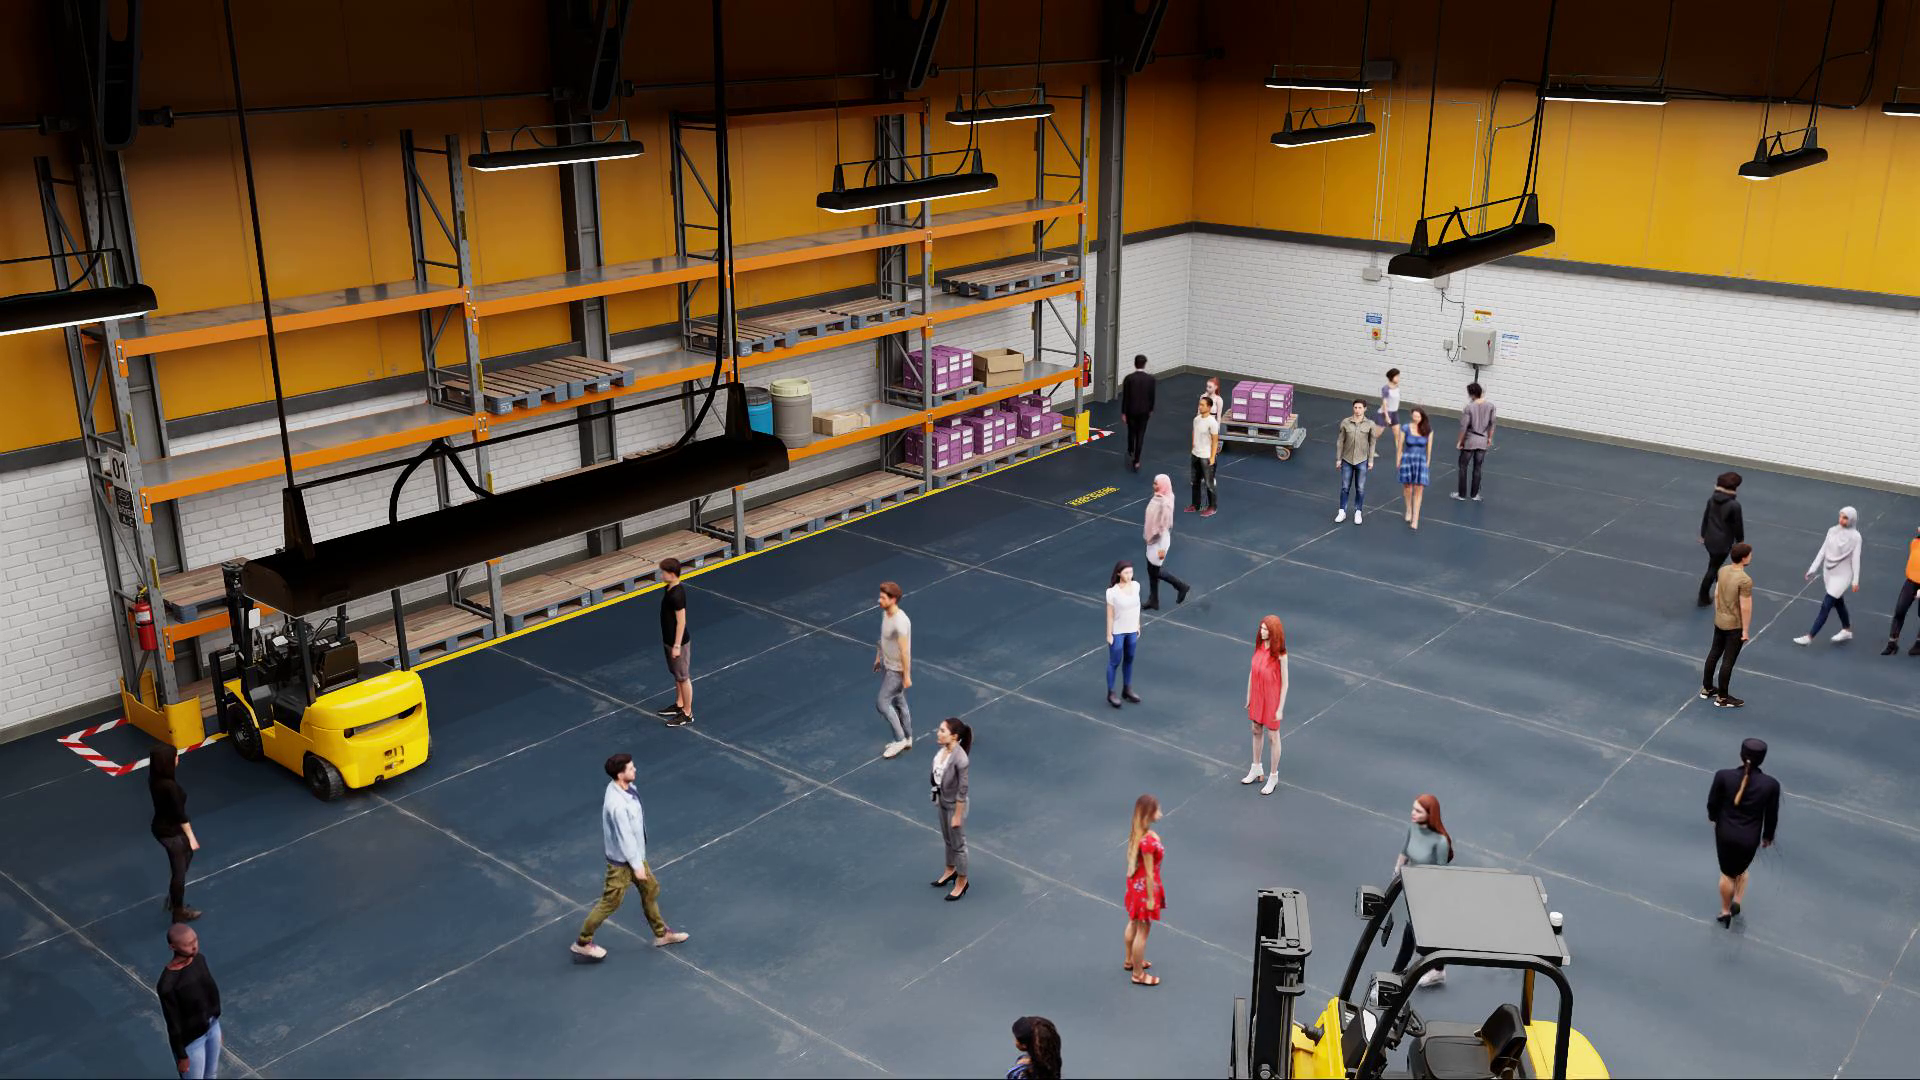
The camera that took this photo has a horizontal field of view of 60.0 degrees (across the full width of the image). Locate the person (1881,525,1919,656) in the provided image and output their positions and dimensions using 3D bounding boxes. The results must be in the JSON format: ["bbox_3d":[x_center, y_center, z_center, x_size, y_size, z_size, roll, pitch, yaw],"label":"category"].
[{"bbox_3d":[11.359,0.553,19.540,0.968,1.725,0.826,-8,20,-23],"label":"person"}]

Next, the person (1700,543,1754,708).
[{"bbox_3d":[8.460,0.909,18.285,0.771,1.852,0.749,-4,19,-13],"label":"person"}]

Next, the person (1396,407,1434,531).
[{"bbox_3d":[6.623,-1.069,24.304,0.923,1.759,1.172,5,19,15],"label":"person"}]

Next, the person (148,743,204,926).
[{"bbox_3d":[-6.687,2.490,13.941,0.589,1.628,0.552,15,24,38],"label":"person"}]

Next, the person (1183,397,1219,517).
[{"bbox_3d":[3.658,-1.265,24.803,0.759,1.812,0.723,-13,23,-34],"label":"person"}]

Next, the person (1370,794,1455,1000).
[{"bbox_3d":[3.694,2.770,12.986,1.100,1.707,0.924,-7,20,-19],"label":"person"}]

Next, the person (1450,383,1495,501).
[{"bbox_3d":[7.898,-1.510,25.497,0.753,1.834,0.830,2,19,6],"label":"person"}]

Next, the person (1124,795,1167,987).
[{"bbox_3d":[1.450,2.757,13.204,0.715,1.592,0.659,-2,19,-6],"label":"person"}]

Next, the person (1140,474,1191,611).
[{"bbox_3d":[2.594,0.048,20.934,1.000,1.792,0.928,-2,19,-7],"label":"person"}]

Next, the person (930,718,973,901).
[{"bbox_3d":[-0.060,2.306,14.409,0.733,1.678,0.715,-8,20,-22],"label":"person"}]

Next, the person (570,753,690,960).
[{"bbox_3d":[-2.801,2.590,13.416,1.242,1.773,1.179,-2,19,-5],"label":"person"}]

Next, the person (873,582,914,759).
[{"bbox_3d":[-0.577,1.302,17.074,0.837,1.879,0.808,-5,19,-16],"label":"person"}]

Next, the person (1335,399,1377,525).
[{"bbox_3d":[5.818,-1.174,24.451,0.777,1.864,0.722,6,20,17],"label":"person"}]

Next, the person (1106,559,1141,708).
[{"bbox_3d":[1.777,1.010,18.252,0.549,1.681,0.709,-13,22,-33],"label":"person"}]

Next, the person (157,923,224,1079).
[{"bbox_3d":[-5.156,3.349,11.200,0.743,1.748,0.641,3,19,8],"label":"person"}]

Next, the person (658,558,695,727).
[{"bbox_3d":[-3.035,1.061,17.818,0.761,1.861,0.768,-7,20,-20],"label":"person"}]

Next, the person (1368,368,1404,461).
[{"bbox_3d":[7.073,-2.085,27.695,1.004,1.519,0.812,-13,22,-33],"label":"person"}]

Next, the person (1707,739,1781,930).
[{"bbox_3d":[6.493,2.494,13.886,0.797,1.656,0.815,6,20,18],"label":"person"}]

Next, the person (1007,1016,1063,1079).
[{"bbox_3d":[0.455,3.672,10.430,0.708,1.628,0.552,10,21,26],"label":"person"}]

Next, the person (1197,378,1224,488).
[{"bbox_3d":[3.933,-1.706,26.225,0.596,1.740,0.539,17,25,41],"label":"person"}]

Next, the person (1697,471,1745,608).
[{"bbox_3d":[9.582,0.031,21.080,1.151,1.732,0.877,-11,21,-29],"label":"person"}]

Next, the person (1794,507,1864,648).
[{"bbox_3d":[10.524,0.456,19.831,1.232,1.723,1.068,-5,19,-14],"label":"person"}]

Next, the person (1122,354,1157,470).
[{"bbox_3d":[2.917,-2.024,27.110,1.173,1.778,1.328,1,19,2],"label":"person"}]

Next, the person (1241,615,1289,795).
[{"bbox_3d":[3.008,1.592,16.296,0.591,1.827,0.650,-12,22,-33],"label":"person"}]
